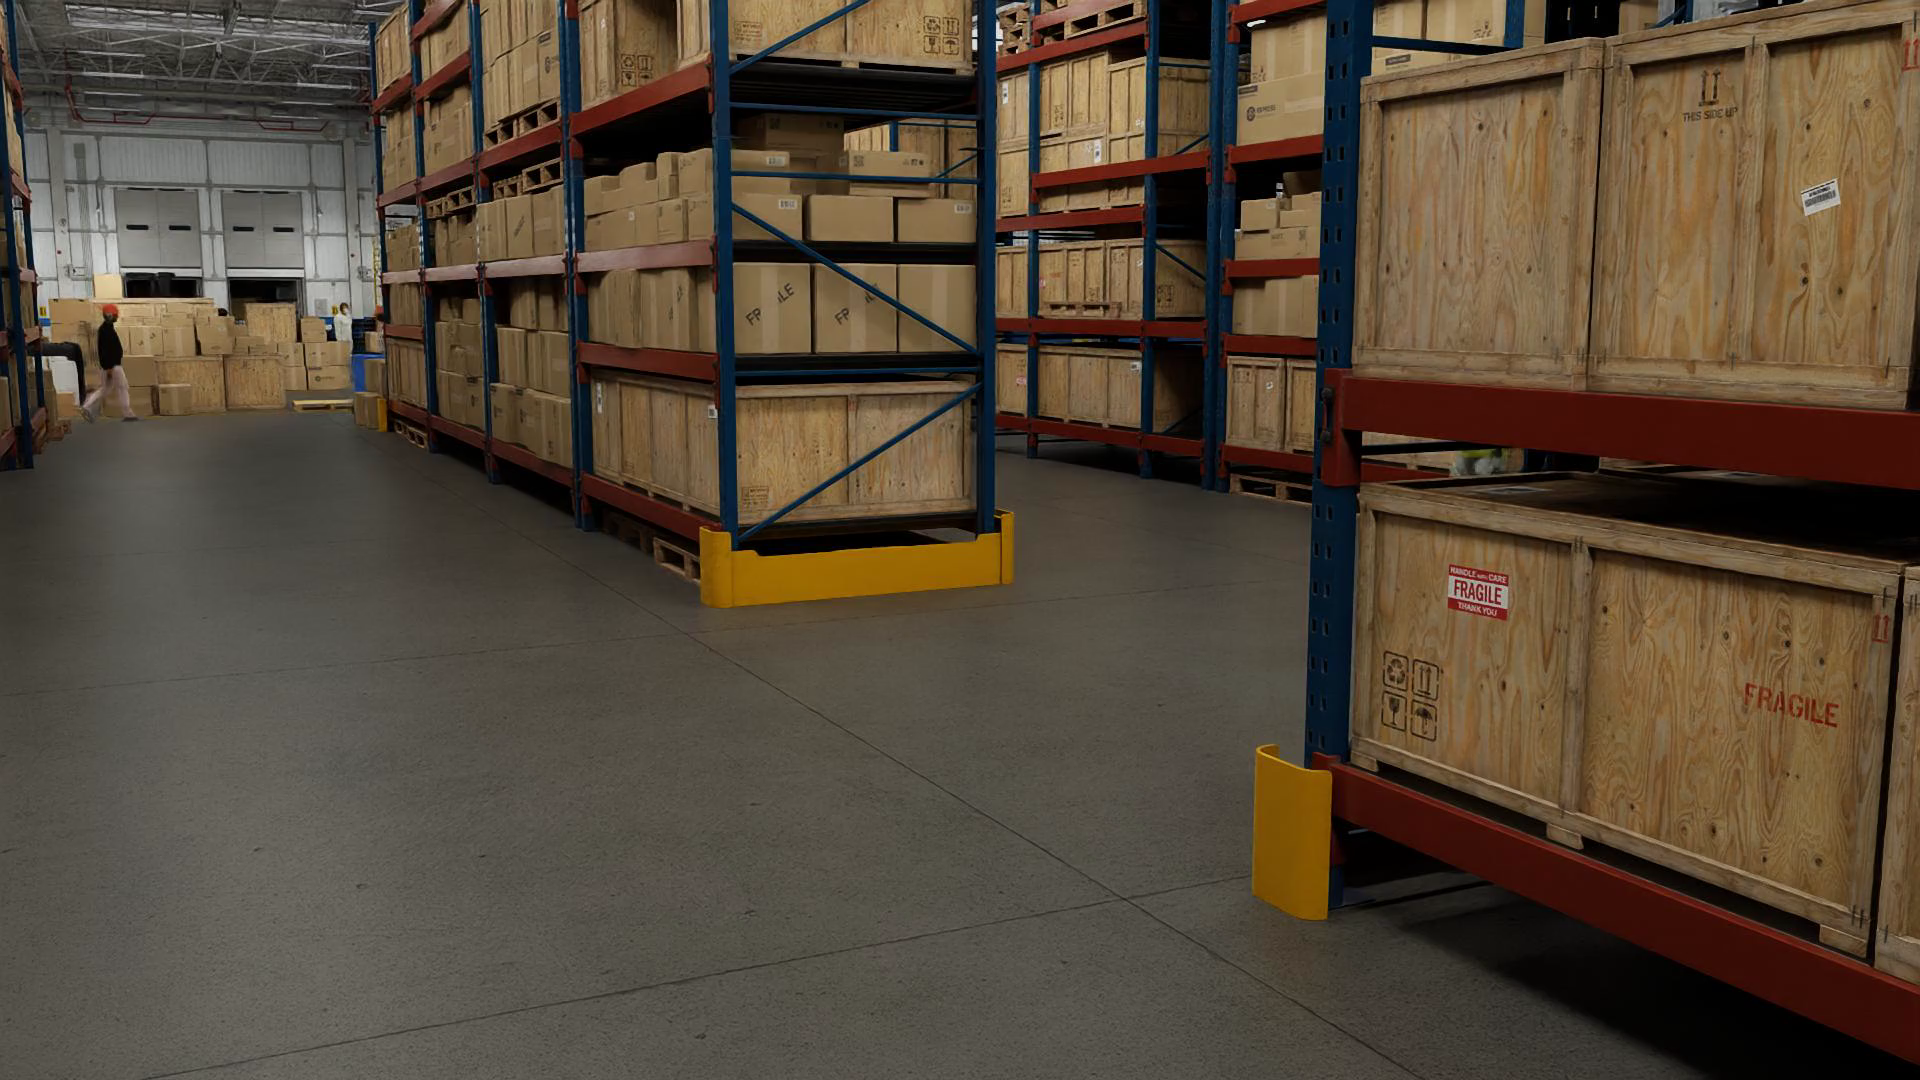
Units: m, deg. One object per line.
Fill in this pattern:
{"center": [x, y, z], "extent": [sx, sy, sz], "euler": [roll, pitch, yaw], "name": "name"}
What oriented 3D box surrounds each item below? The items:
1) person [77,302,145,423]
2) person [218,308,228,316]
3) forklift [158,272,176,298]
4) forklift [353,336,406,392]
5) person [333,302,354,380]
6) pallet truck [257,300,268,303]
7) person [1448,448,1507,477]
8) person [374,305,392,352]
{"center": [-13.836, -2.866, 26.981], "extent": [0.899, 1.970, 0.608], "euler": [-7, 11, -38], "name": "person"}
{"center": [-15.303, -3.890, 34.510], "extent": [0.629, 1.837, 0.429], "euler": [7, 11, 39], "name": "person"}
{"center": [-24.191, -6.780, 50.842], "extent": [1.873, 2.768, 1.129], "euler": [-3, 9, -19], "name": "forklift"}
{"center": [-9.386, -3.559, 28.633], "extent": [1.129, 2.768, 1.873], "euler": [7, 11, 38], "name": "forklift"}
{"center": [-15.235, -4.909, 41.184], "extent": [0.371, 1.936, 0.629], "euler": [2, 9, 14], "name": "person"}
{"center": [-23.913, -7.404, 58.171], "extent": [1.885, 1.965, 0.823], "euler": [-1, 8, -9], "name": "pallet truck"}
{"center": [3.978, -0.654, 12.699], "extent": [0.392, 1.688, 0.536], "euler": [-4, 9, -27], "name": "person"}
{"center": [-11.028, -3.593, 32.213], "extent": [0.827, 1.914, 0.553], "euler": [1, 8, 6], "name": "person"}
